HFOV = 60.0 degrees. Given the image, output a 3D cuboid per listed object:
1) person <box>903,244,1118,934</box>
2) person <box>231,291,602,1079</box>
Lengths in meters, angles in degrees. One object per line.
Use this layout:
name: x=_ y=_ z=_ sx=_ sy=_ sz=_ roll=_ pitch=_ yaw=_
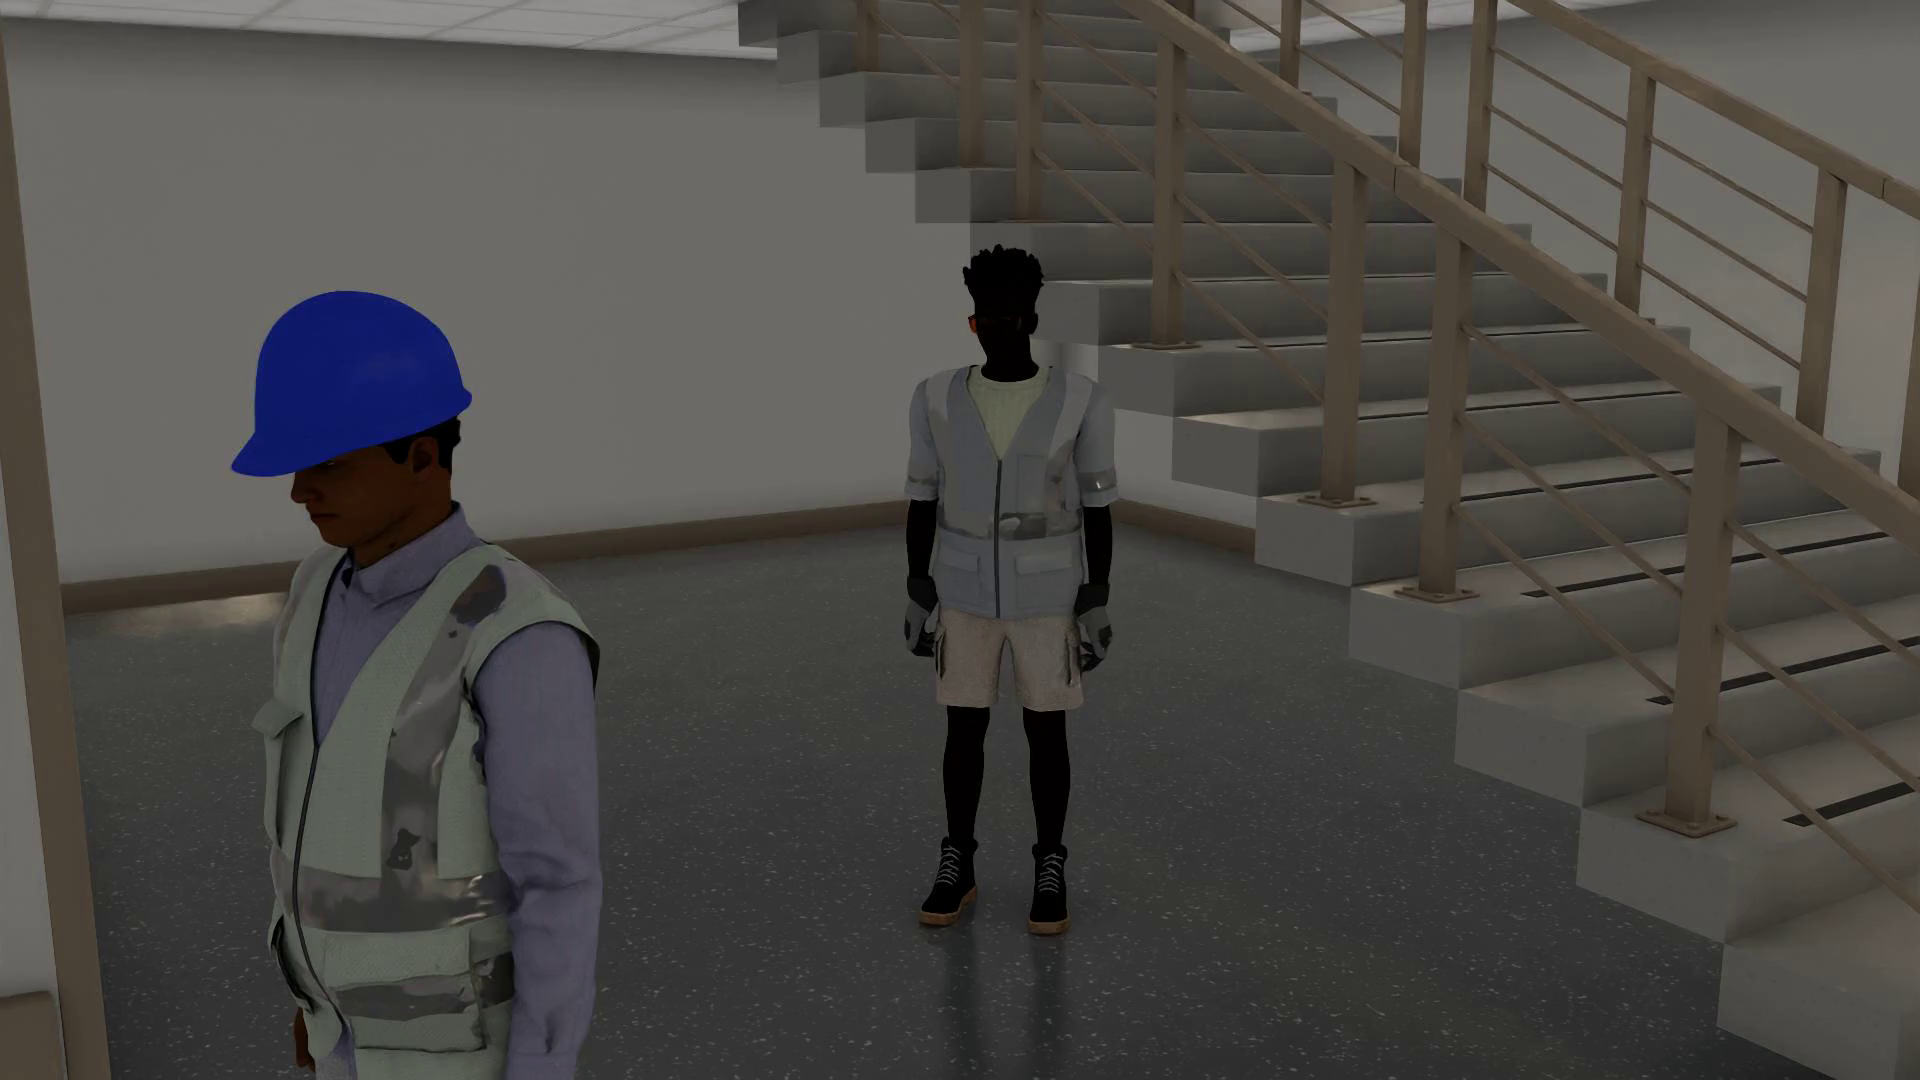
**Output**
person: x=0.133 y=0.152 z=4.739 sx=0.614 sy=1.963 sz=0.361 roll=2 pitch=11 yaw=12
person: x=-0.723 y=0.641 z=2.246 sx=0.602 sy=1.939 sz=0.397 roll=8 pitch=14 yaw=38
